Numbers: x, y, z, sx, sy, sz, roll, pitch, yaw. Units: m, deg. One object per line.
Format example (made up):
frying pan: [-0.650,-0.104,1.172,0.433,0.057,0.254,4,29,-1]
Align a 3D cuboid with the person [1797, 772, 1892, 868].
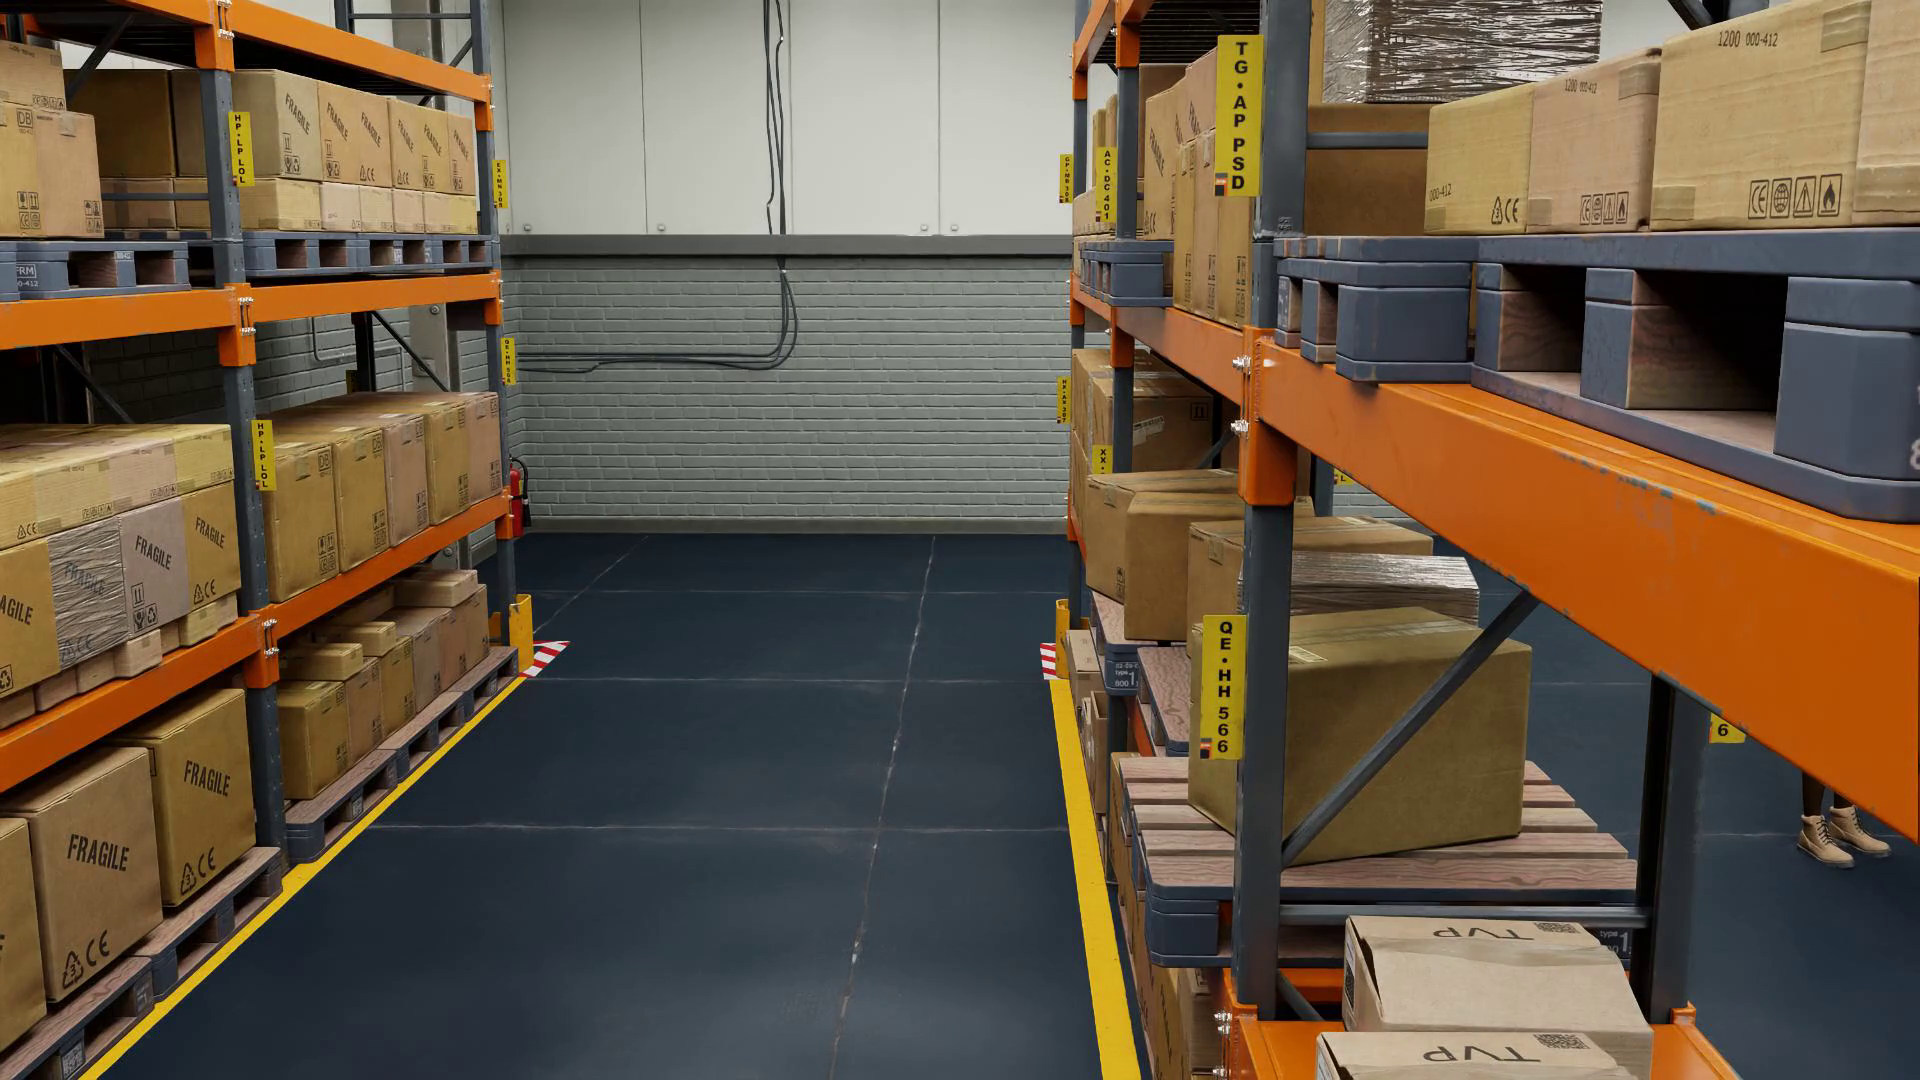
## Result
person: [4.431,0.585,8.150,0.605,2.033,0.392,-5,11,-27]
